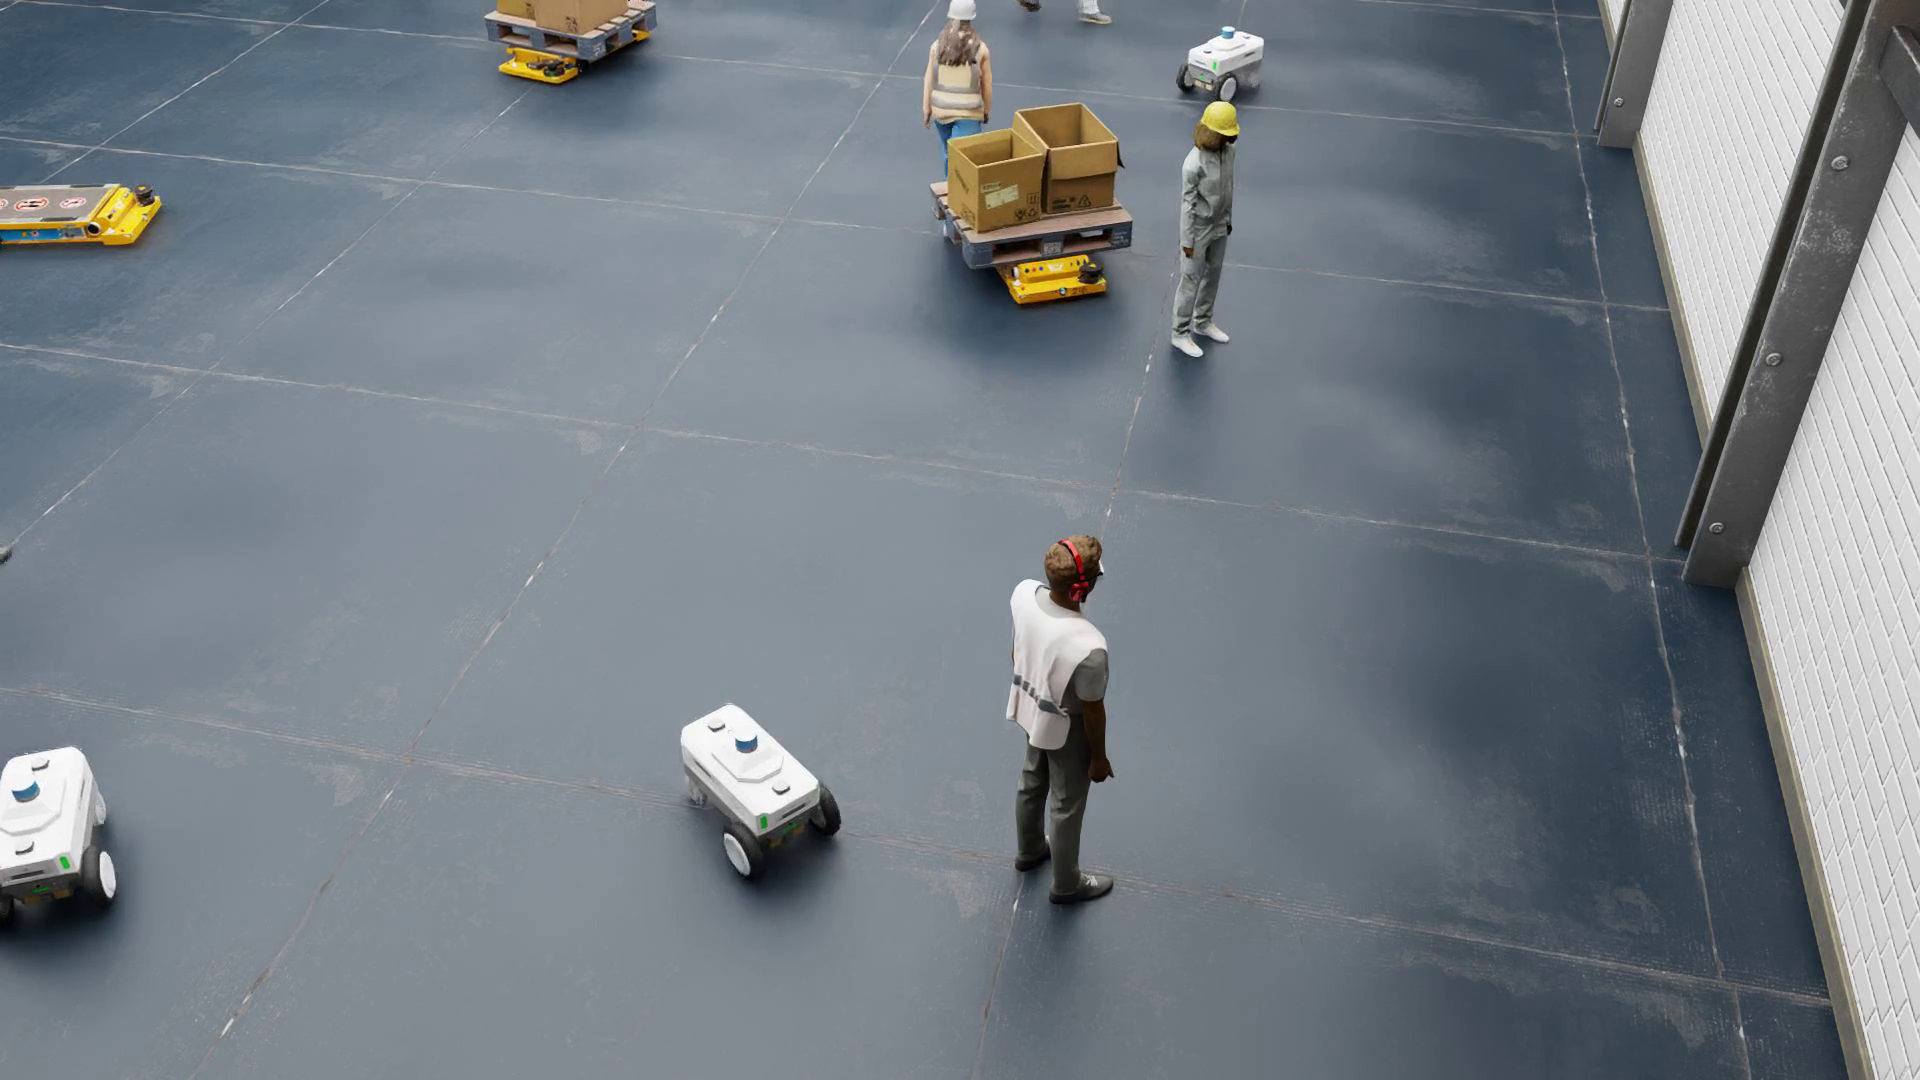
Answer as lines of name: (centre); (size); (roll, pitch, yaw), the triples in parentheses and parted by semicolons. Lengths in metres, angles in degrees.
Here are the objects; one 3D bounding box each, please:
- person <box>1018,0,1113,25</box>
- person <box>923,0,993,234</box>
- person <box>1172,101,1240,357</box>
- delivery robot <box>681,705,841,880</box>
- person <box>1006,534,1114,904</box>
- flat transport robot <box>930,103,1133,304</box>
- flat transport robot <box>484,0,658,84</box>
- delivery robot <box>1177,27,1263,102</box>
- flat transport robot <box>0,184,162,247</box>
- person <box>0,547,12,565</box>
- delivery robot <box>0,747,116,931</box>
person: (1.017, -5.776, 15.640); (0.856, 1.844, 0.605); (9, 38, 12)
person: (-0.022, -3.153, 12.257); (0.487, 1.672, 0.894); (11, 38, 15)
person: (1.591, -1.994, 10.666); (0.321, 1.729, 0.492); (29, 45, 33)
delivery robot: (-0.938, 1.091, 7.508); (0.499, 0.581, 0.768); (-27, 44, -31)
person: (0.405, 0.760, 6.884); (0.389, 1.847, 0.562); (-21, 42, -26)
flat transport robot: (0.514, -2.160, 12.109); (0.659, 0.231, 1.431); (-10, 38, -14)
flat transport robot: (-3.540, -4.565, 15.327); (0.659, 0.231, 1.431); (17, 40, 21)
delivery robot: (2.310, -4.178, 14.582); (0.799, 0.608, 0.499); (-29, 46, -33)
flat transport robot: (-6.834, -2.420, 12.458); (1.431, 0.231, 0.659); (-2, 37, -3)
person: (-5.479, -0.372, 8.428); (0.564, 1.810, 0.868); (19, 41, 24)
delivery robot: (-4.005, 1.269, 7.271); (0.499, 0.581, 0.774); (-11, 38, -14)
